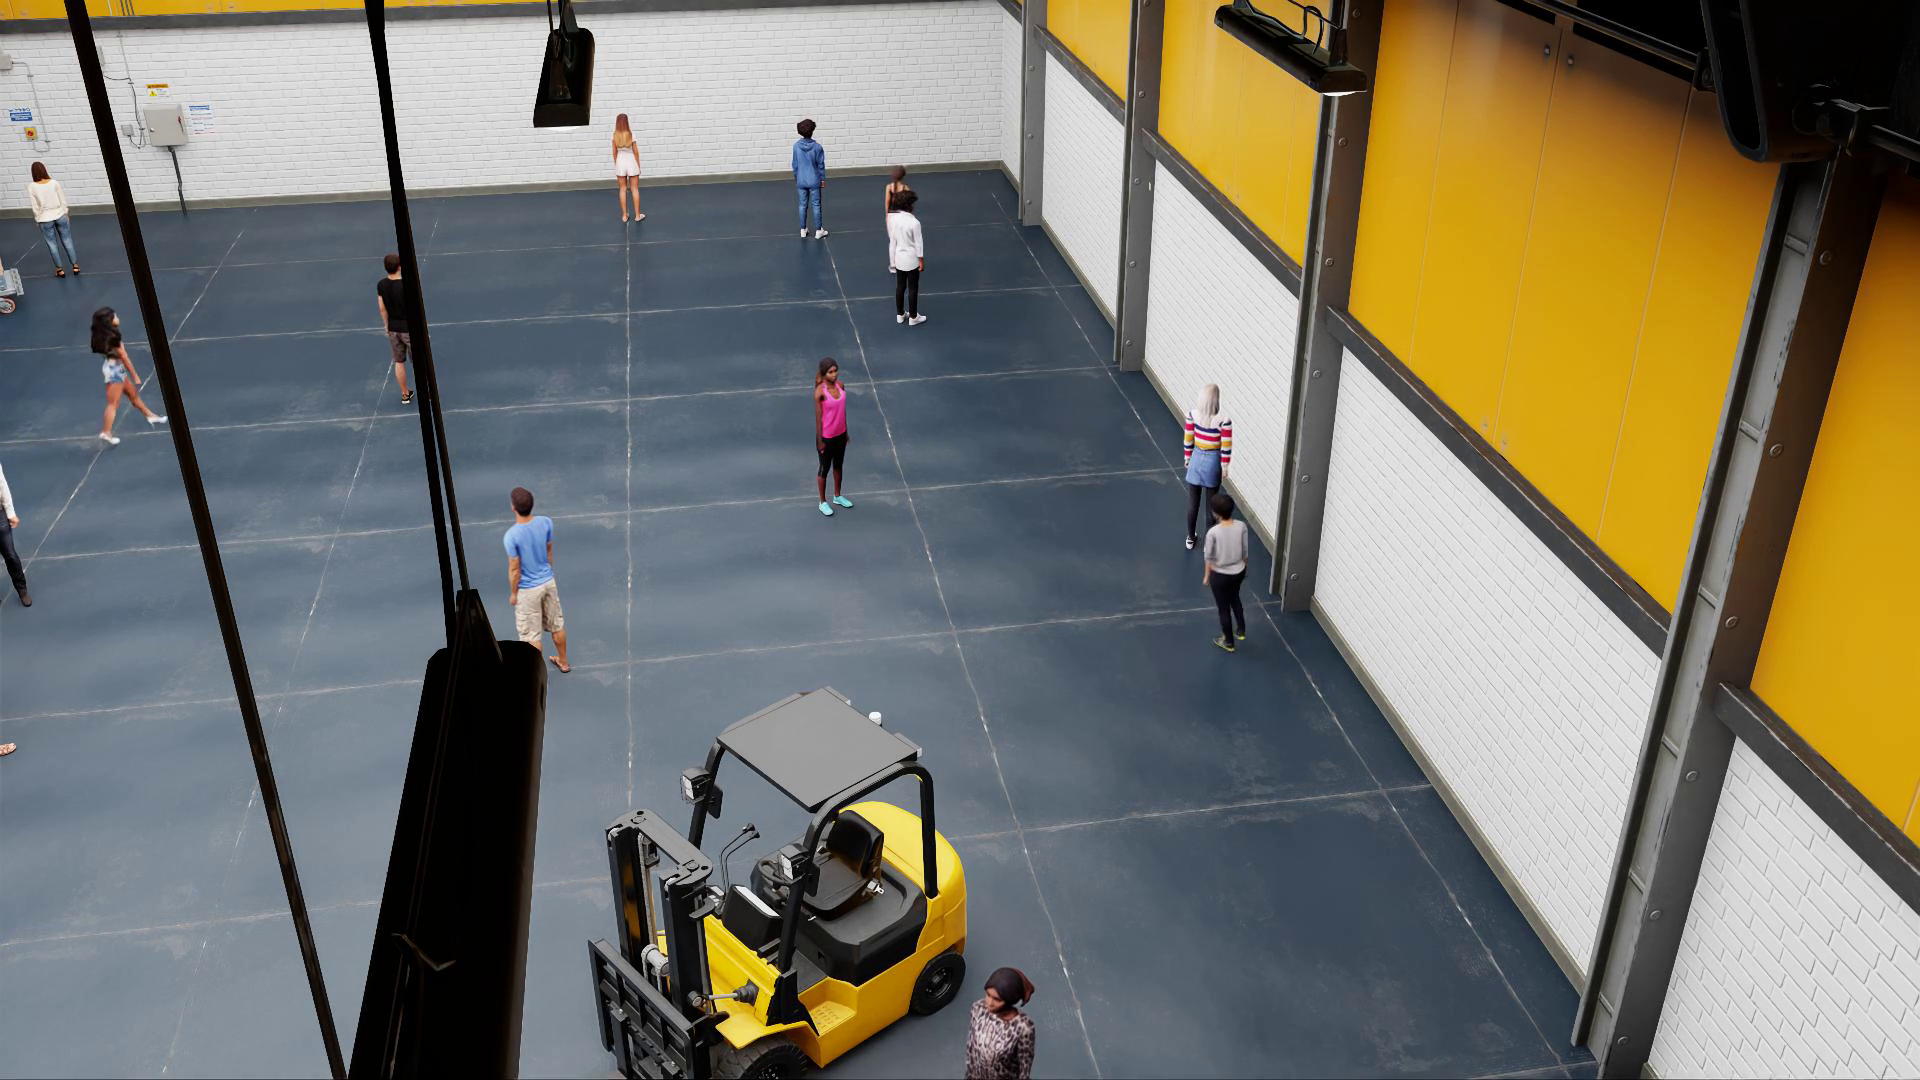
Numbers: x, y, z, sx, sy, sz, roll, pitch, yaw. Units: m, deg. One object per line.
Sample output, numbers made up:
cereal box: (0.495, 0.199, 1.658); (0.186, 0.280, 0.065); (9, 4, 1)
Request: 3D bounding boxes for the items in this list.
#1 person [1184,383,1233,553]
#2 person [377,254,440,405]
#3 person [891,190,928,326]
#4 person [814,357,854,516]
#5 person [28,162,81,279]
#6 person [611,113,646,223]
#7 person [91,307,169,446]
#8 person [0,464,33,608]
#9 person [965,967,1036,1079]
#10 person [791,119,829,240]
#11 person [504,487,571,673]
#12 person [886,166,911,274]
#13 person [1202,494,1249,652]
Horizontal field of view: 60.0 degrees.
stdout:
person: (2.455, -0.740, 16.644); (0.717, 1.808, 0.747); (15, 32, 26)
person: (-6.654, -2.522, 19.855); (0.757, 1.861, 0.724); (5, 29, 9)
person: (-0.703, -3.774, 22.208); (0.701, 1.806, 0.763); (19, 34, 31)
person: (-1.349, -1.111, 17.412); (0.662, 1.724, 0.698); (-24, 37, -37)
person: (-13.021, -4.606, 23.863); (0.696, 1.683, 0.688); (-19, 34, -31)
person: (-5.240, -5.861, 26.149); (0.615, 1.697, 0.618); (1, 29, 2)
person: (-9.629, -1.807, 18.847); (1.048, 1.572, 1.031); (24, 37, 37)
person: (-9.144, -0.208, 15.604); (0.731, 1.870, 0.667); (-16, 32, -26)
person: (0.232, 3.150, 9.613); (0.681, 1.713, 0.744); (20, 34, 32)
person: (-2.305, -5.525, 25.415); (0.759, 1.810, 0.729); (8, 30, 14)
person: (-3.705, 0.392, 14.512); (0.780, 1.863, 0.741); (22, 36, 35)
person: (-0.887, -4.654, 24.071); (0.626, 1.568, 0.777); (-2, 29, -4)
person: (2.440, 0.315, 15.002); (0.655, 1.529, 0.649); (-8, 30, -14)
